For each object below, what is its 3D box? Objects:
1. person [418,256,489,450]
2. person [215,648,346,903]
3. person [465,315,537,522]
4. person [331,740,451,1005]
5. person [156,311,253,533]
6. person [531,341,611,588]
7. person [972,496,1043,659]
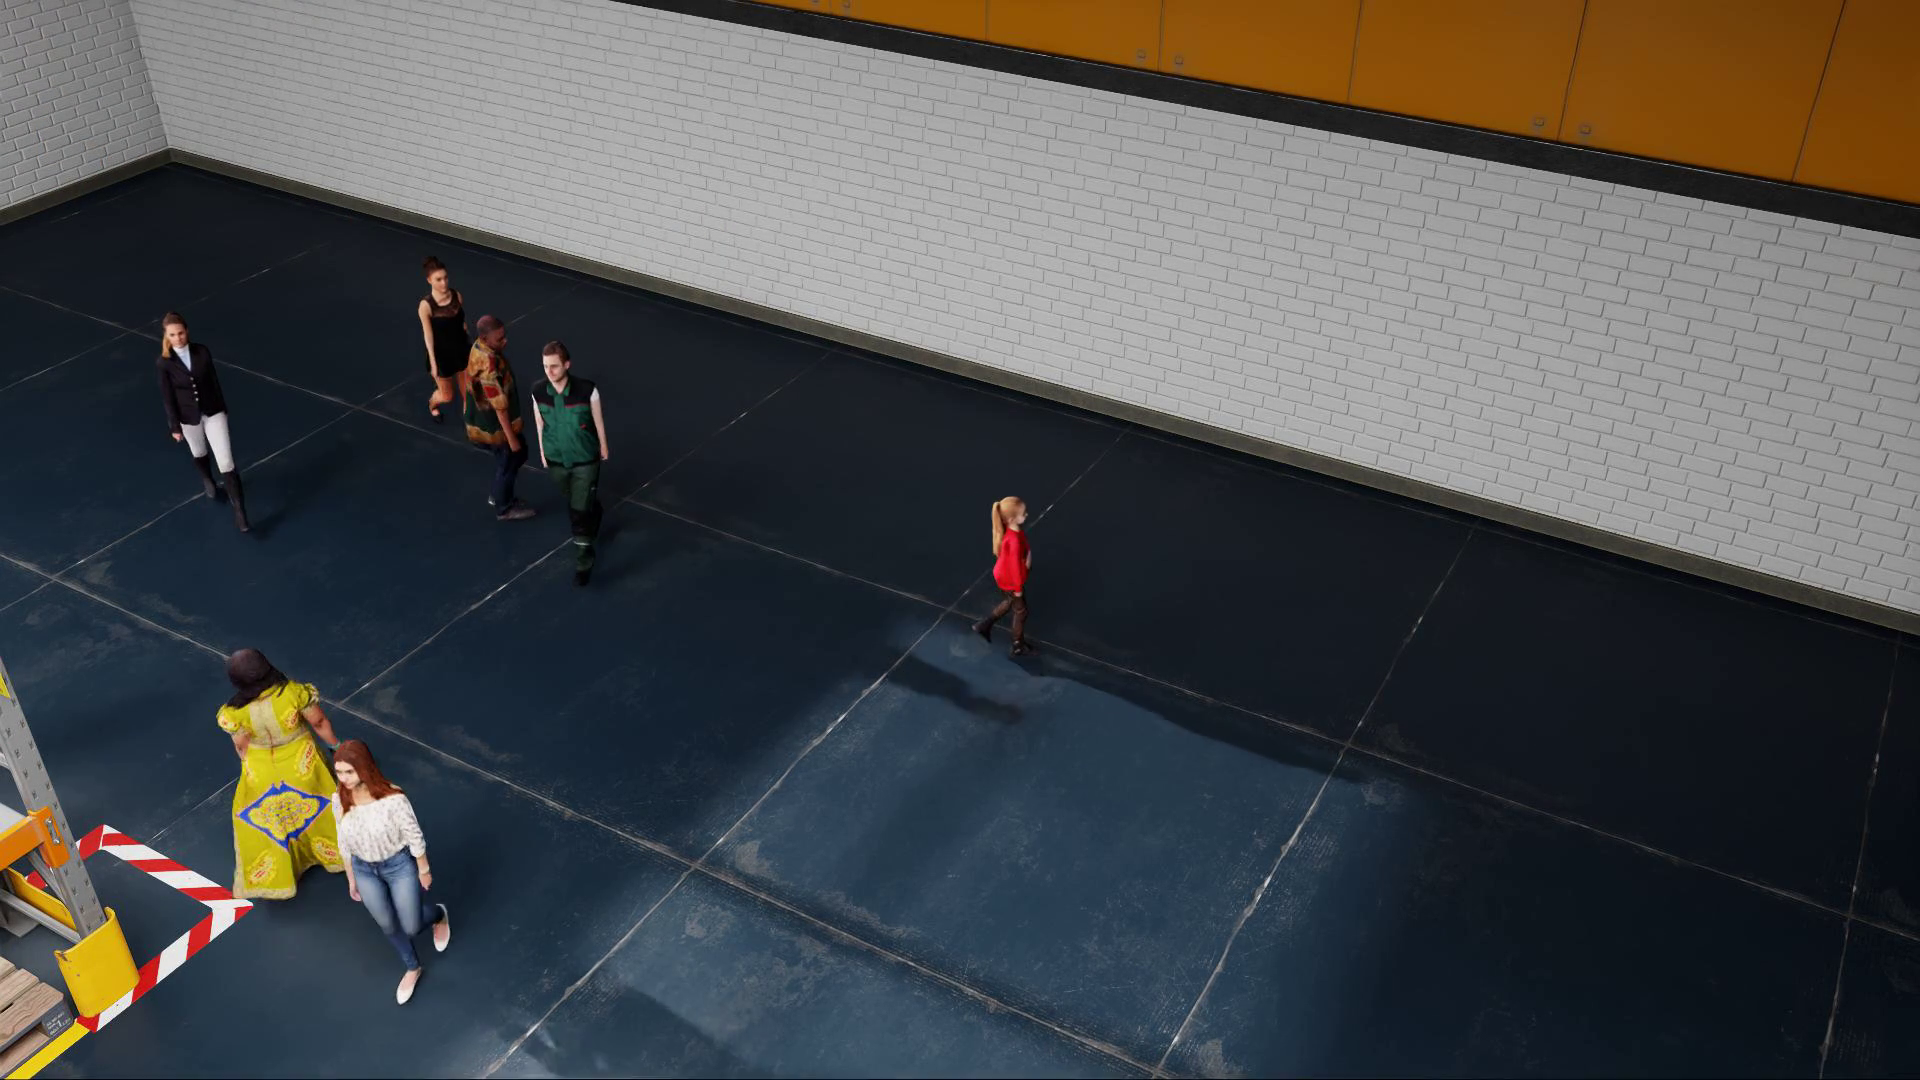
[{"bbox_3d":[-4.214,-1.545,13.638,0.746,1.658,0.894,26,42,34],"label":"person"},{"bbox_3d":[-3.771,1.282,9.399,1.129,1.644,1.203,-2,34,-3],"label":"person"},{"bbox_3d":[-3.561,-0.874,12.518,0.873,1.781,0.803,-8,34,-11],"label":"person"},{"bbox_3d":[-2.988,1.668,8.752,0.743,1.717,0.856,4,34,7],"label":"person"},{"bbox_3d":[-5.822,-0.935,12.709,1.219,1.672,1.051,-19,38,-26],"label":"person"},{"bbox_3d":[-2.816,-0.647,12.163,0.974,1.796,1.262,3,34,4],"label":"person"},{"bbox_3d":[0.306,0.254,11.280,0.771,1.273,0.733,-4,34,-7],"label":"person"}]
